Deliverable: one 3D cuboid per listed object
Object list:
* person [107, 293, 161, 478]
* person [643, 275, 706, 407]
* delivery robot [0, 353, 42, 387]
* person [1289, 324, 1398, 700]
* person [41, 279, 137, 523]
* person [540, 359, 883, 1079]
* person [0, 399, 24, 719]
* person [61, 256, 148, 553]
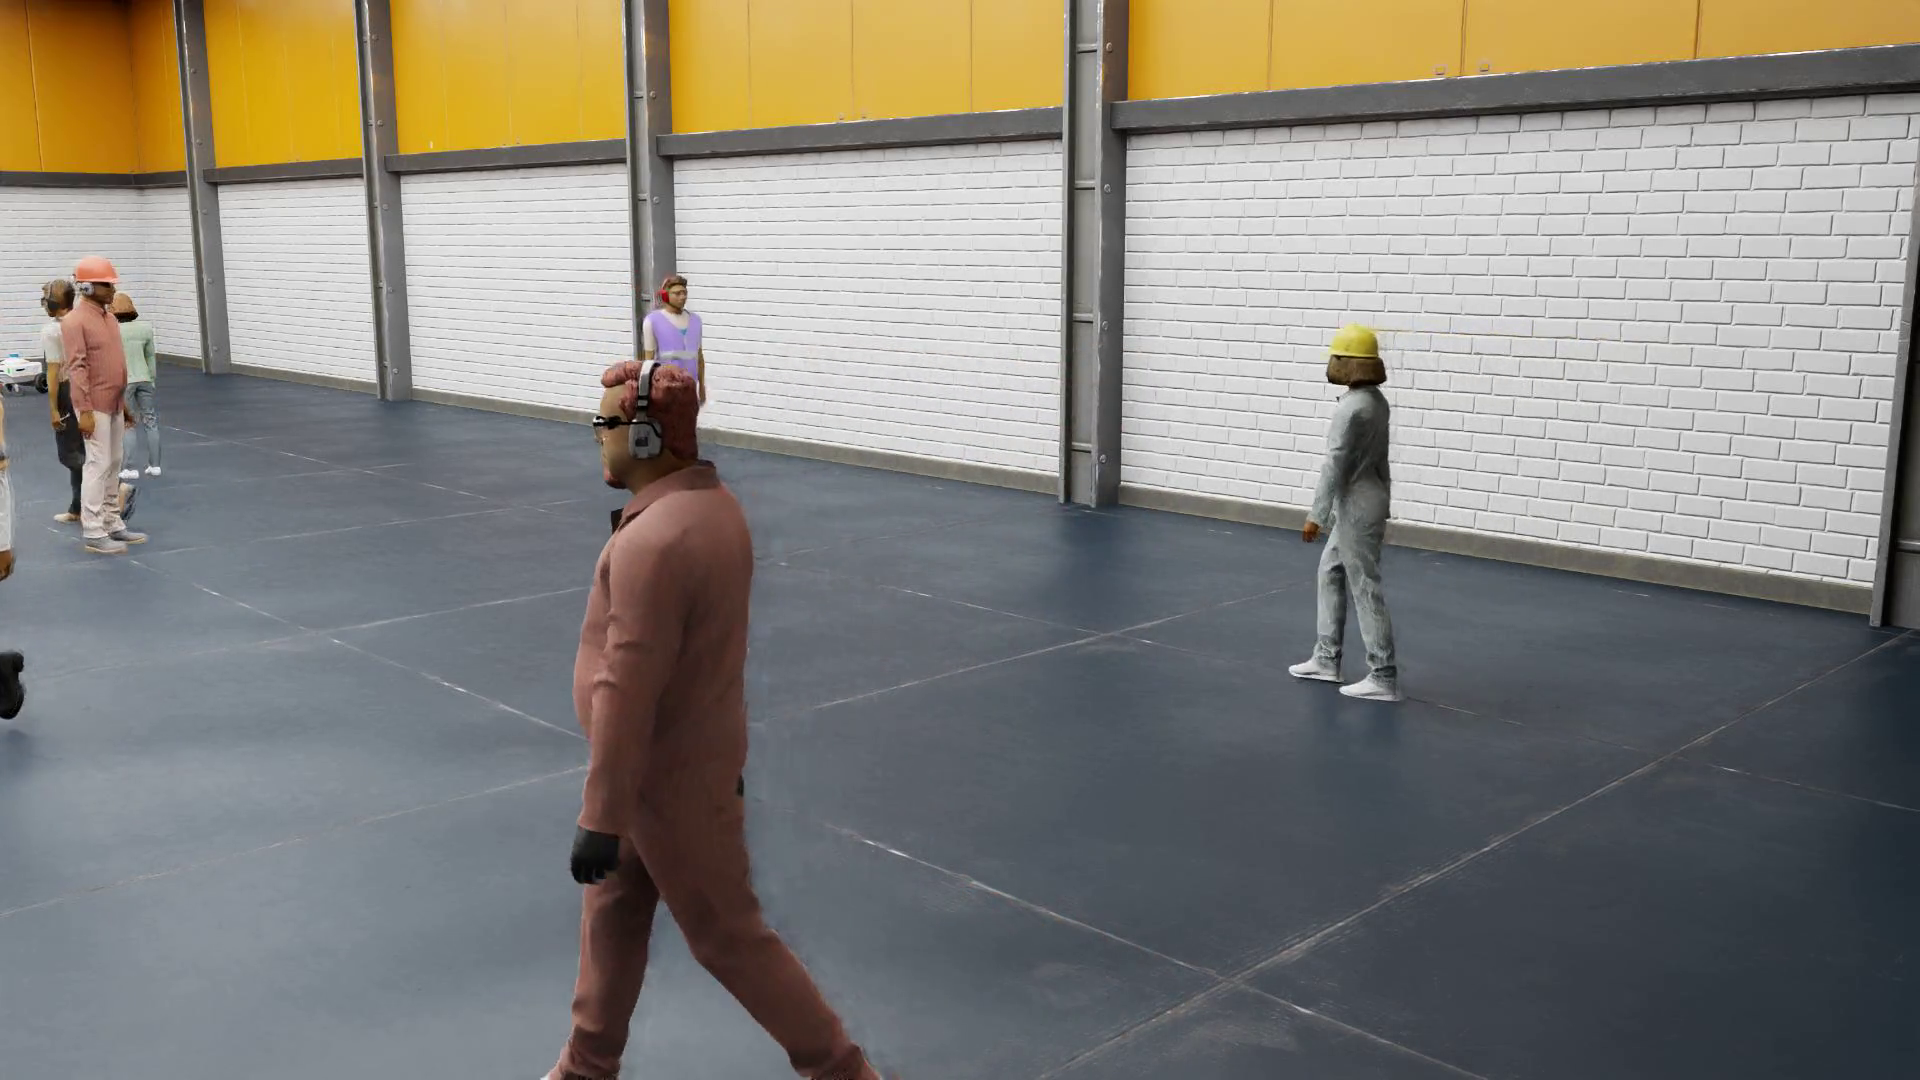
[{"bbox_3d":[-7.312,-1.358,14.657,0.279,1.633,0.497,6,12,30],"label":"person"},{"bbox_3d":[-2.368,-1.269,13.682,0.835,1.821,0.573,9,14,41],"label":"person"},{"bbox_3d":[-12.647,-2.260,22.265,0.477,0.478,0.707,1,10,7],"label":"delivery robot"},{"bbox_3d":[1.753,-0.129,7.700,0.709,1.717,0.494,6,12,29],"label":"person"},{"bbox_3d":[-6.407,-0.992,12.180,0.700,1.827,0.515,2,11,10],"label":"person"},{"bbox_3d":[-0.622,0.520,3.817,0.970,1.868,0.652,0,10,0],"label":"person"},{"bbox_3d":[-4.120,-0.051,6.780,0.556,1.915,0.812,0,10,0],"label":"person"},{"bbox_3d":[-5.800,-0.908,11.280,0.415,1.994,0.634,-1,10,-4],"label":"person"}]
